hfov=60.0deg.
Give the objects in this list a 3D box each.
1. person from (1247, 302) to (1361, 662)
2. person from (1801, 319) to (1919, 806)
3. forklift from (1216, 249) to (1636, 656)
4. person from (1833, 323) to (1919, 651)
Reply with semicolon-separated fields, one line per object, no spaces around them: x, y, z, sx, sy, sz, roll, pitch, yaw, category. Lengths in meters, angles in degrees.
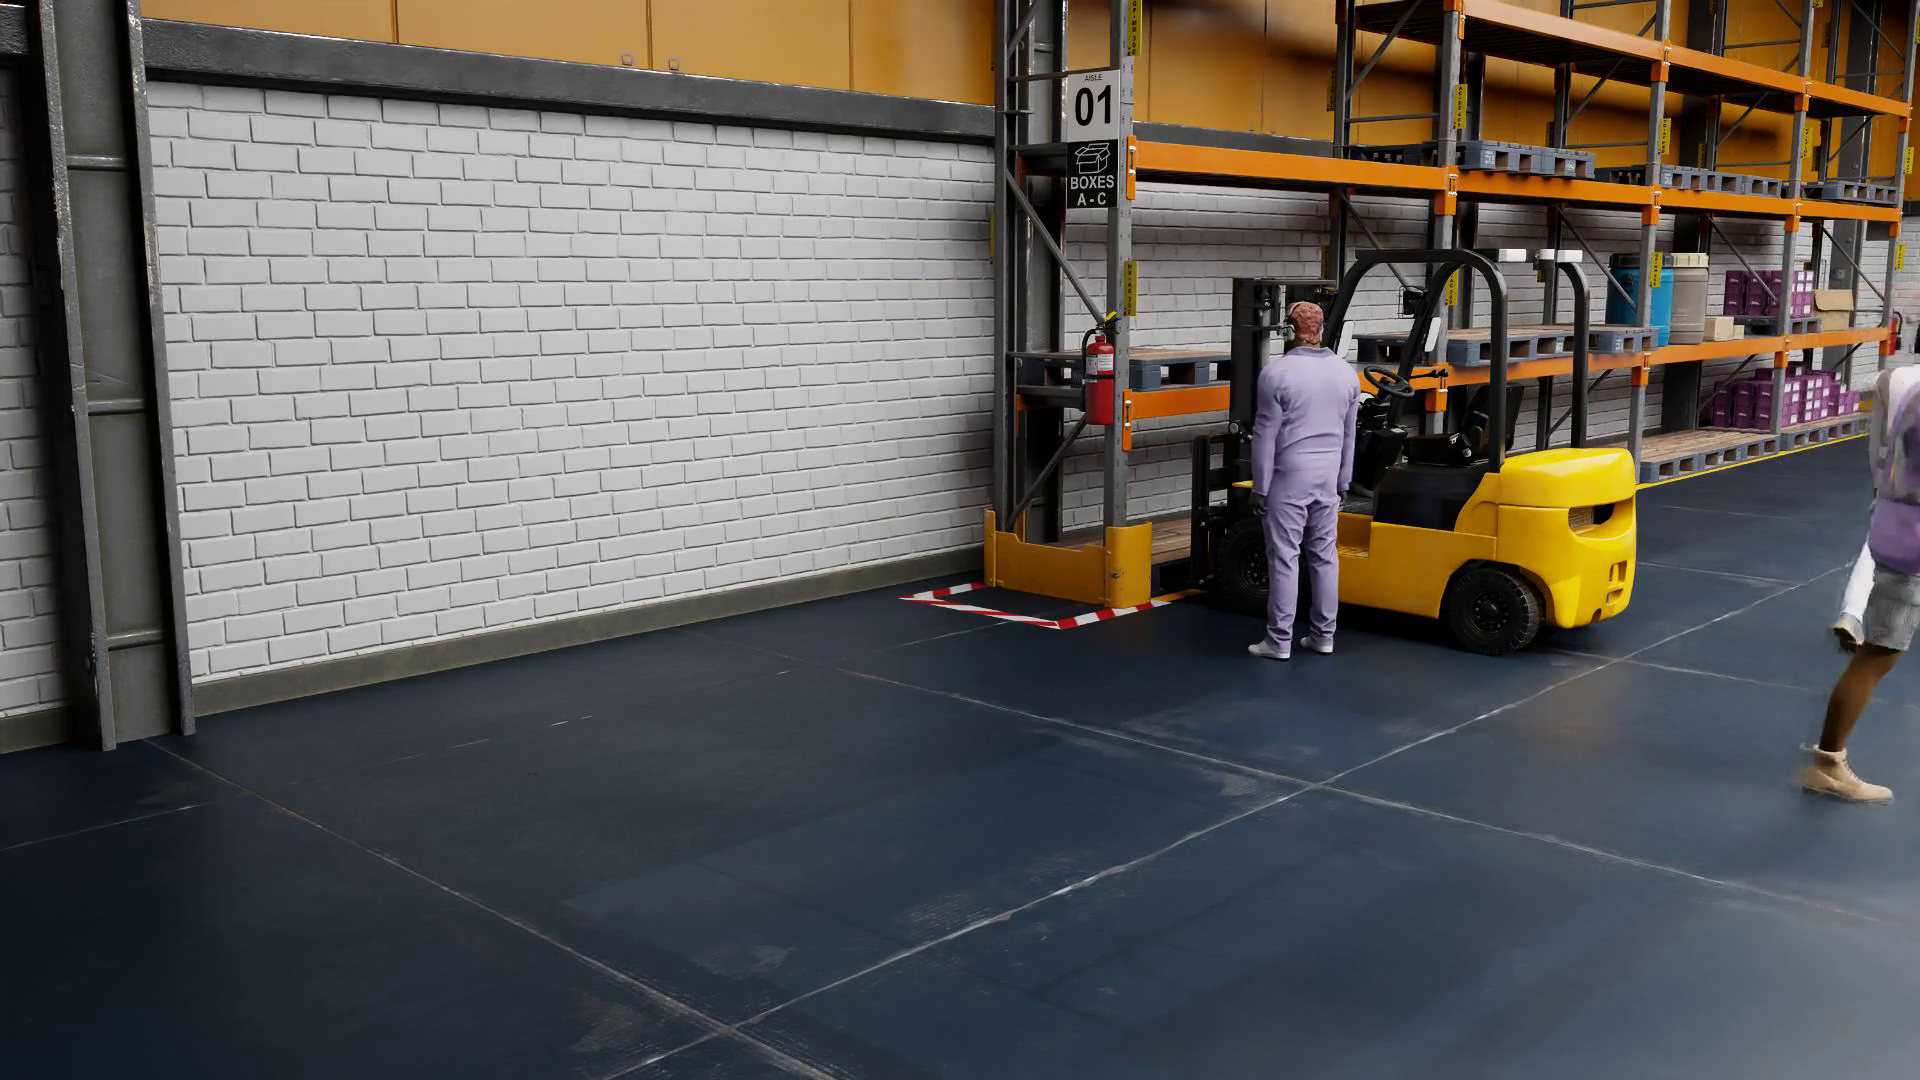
1.798;-0.310;8.853;0.645;1.900;0.404;-5;11;-28;person
3.734;0.065;6.234;0.984;2.000;0.624;6;11;31;person
2.710;-0.584;9.626;2.313;2.155;1.214;9;13;43;forklift
5.138;-0.300;9.005;0.976;1.836;0.572;-7;11;-36;person
